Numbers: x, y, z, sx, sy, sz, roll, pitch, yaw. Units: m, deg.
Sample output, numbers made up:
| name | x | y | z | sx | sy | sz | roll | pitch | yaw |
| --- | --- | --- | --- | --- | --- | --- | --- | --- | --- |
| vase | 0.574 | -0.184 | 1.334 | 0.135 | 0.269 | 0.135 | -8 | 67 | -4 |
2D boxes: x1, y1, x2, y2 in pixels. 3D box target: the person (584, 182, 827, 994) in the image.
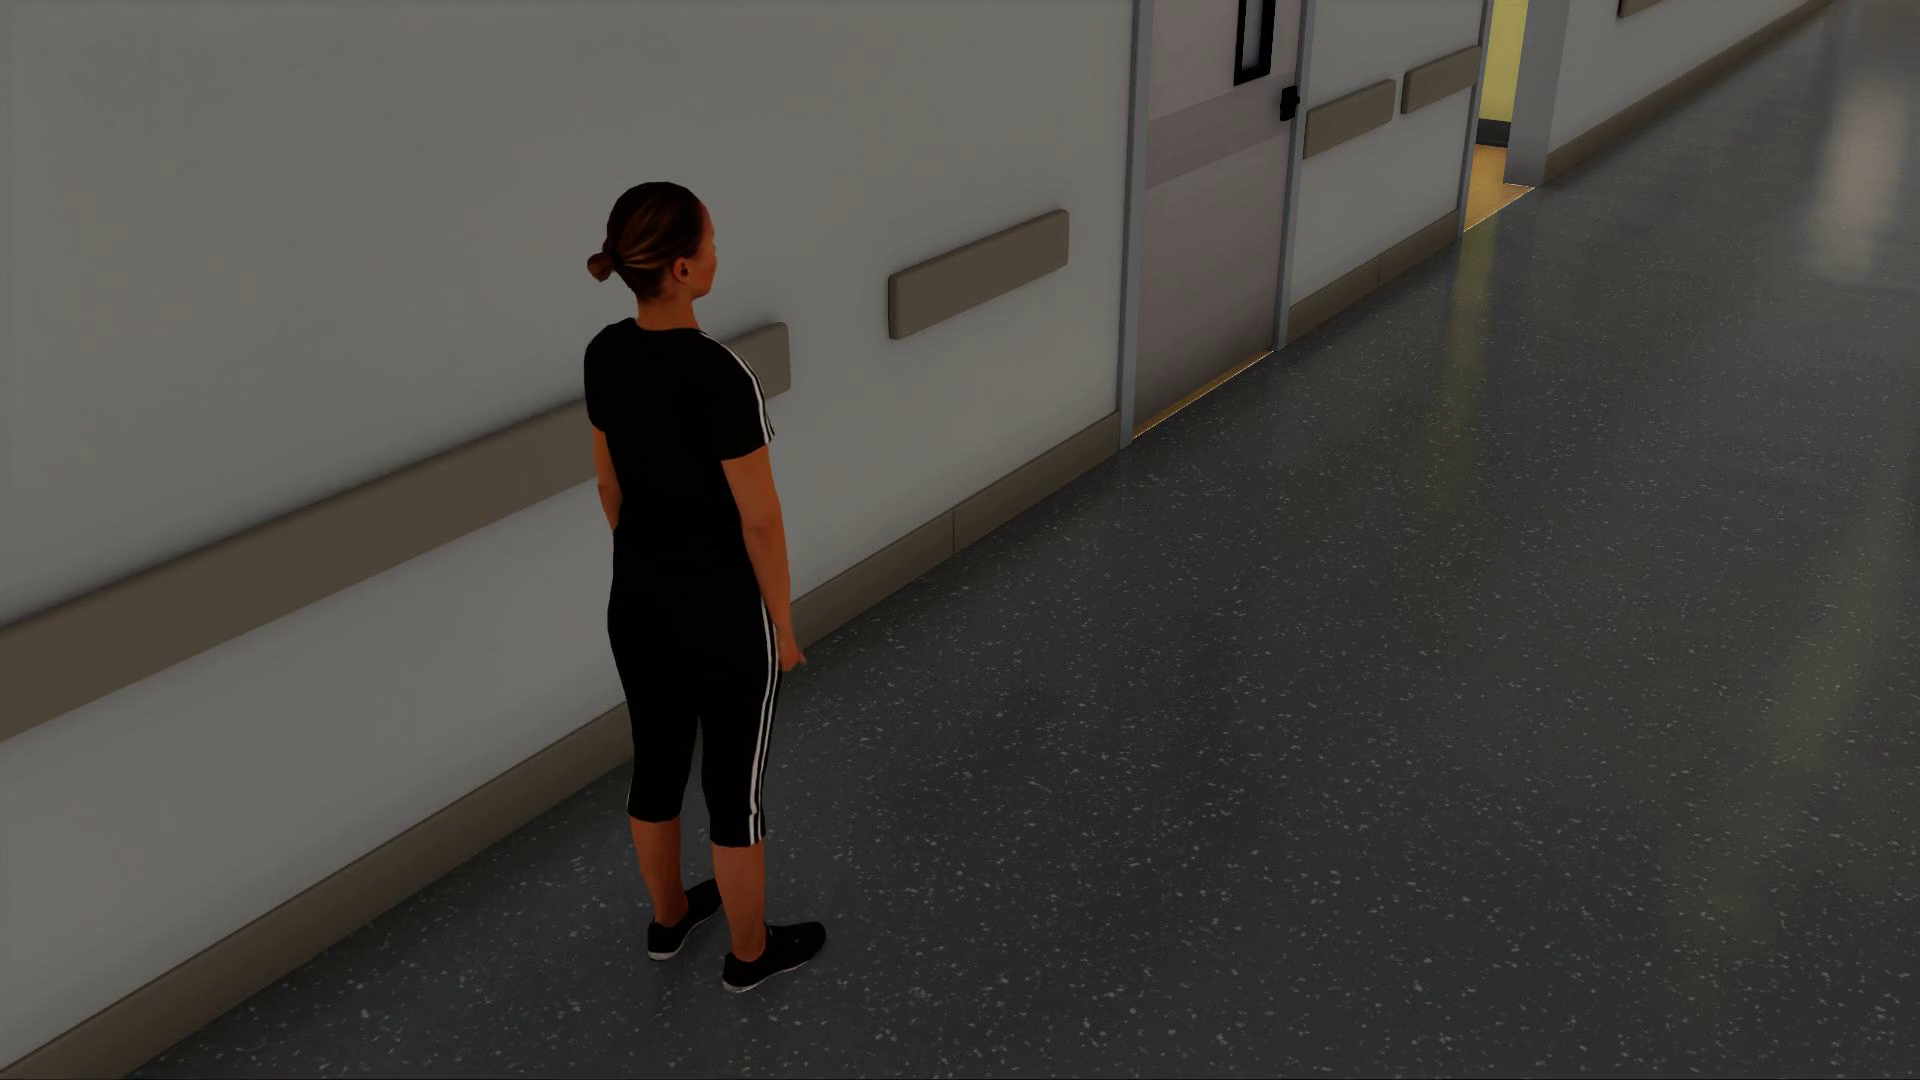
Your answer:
| name | x | y | z | sx | sy | sz | roll | pitch | yaw |
| --- | --- | --- | --- | --- | --- | --- | --- | --- | --- |
| person | -0.525 | 0.126 | 3.253 | 0.448 | 1.668 | 0.641 | 16 | 30 | 29 |
